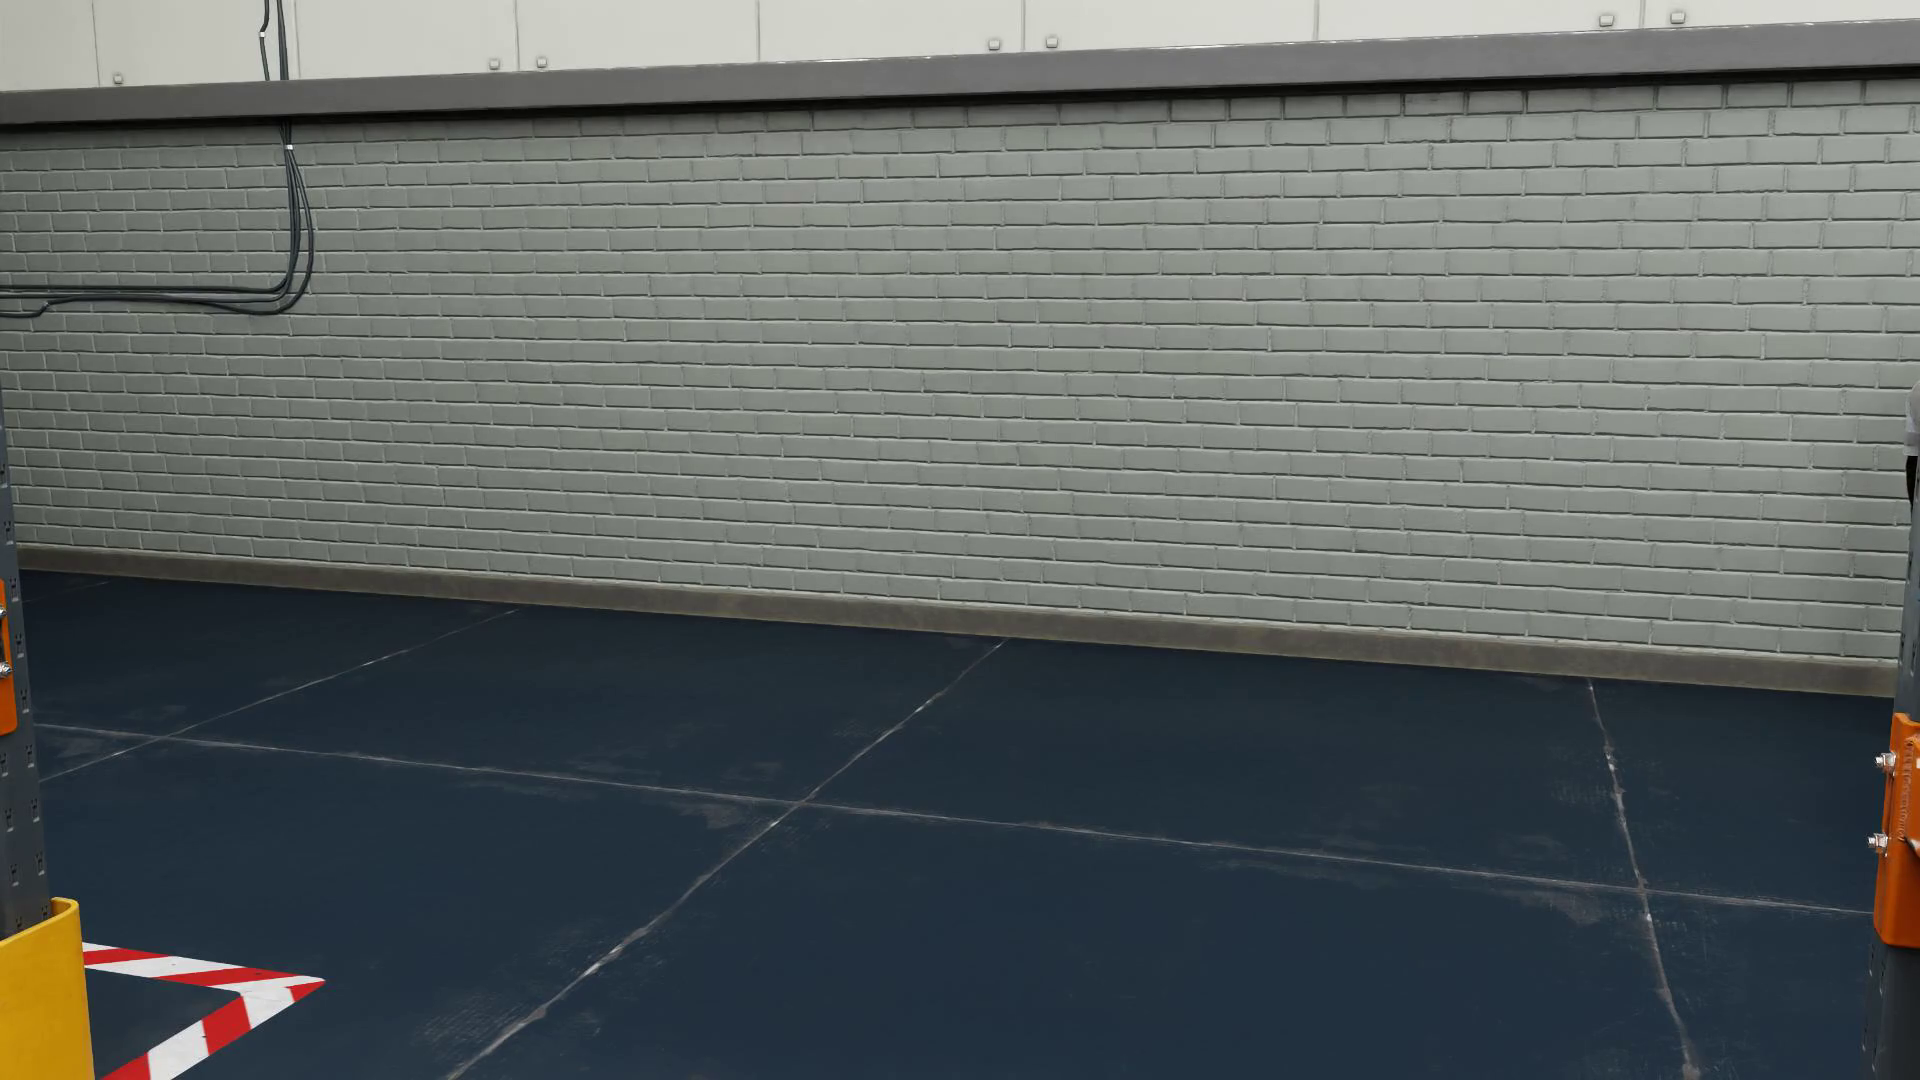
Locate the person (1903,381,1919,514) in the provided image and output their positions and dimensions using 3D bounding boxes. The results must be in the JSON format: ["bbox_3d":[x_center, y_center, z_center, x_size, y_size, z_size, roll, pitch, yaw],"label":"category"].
[{"bbox_3d":[4.231,-0.070,6.981,0.368,1.966,0.602,-2,10,-14],"label":"person"}]
